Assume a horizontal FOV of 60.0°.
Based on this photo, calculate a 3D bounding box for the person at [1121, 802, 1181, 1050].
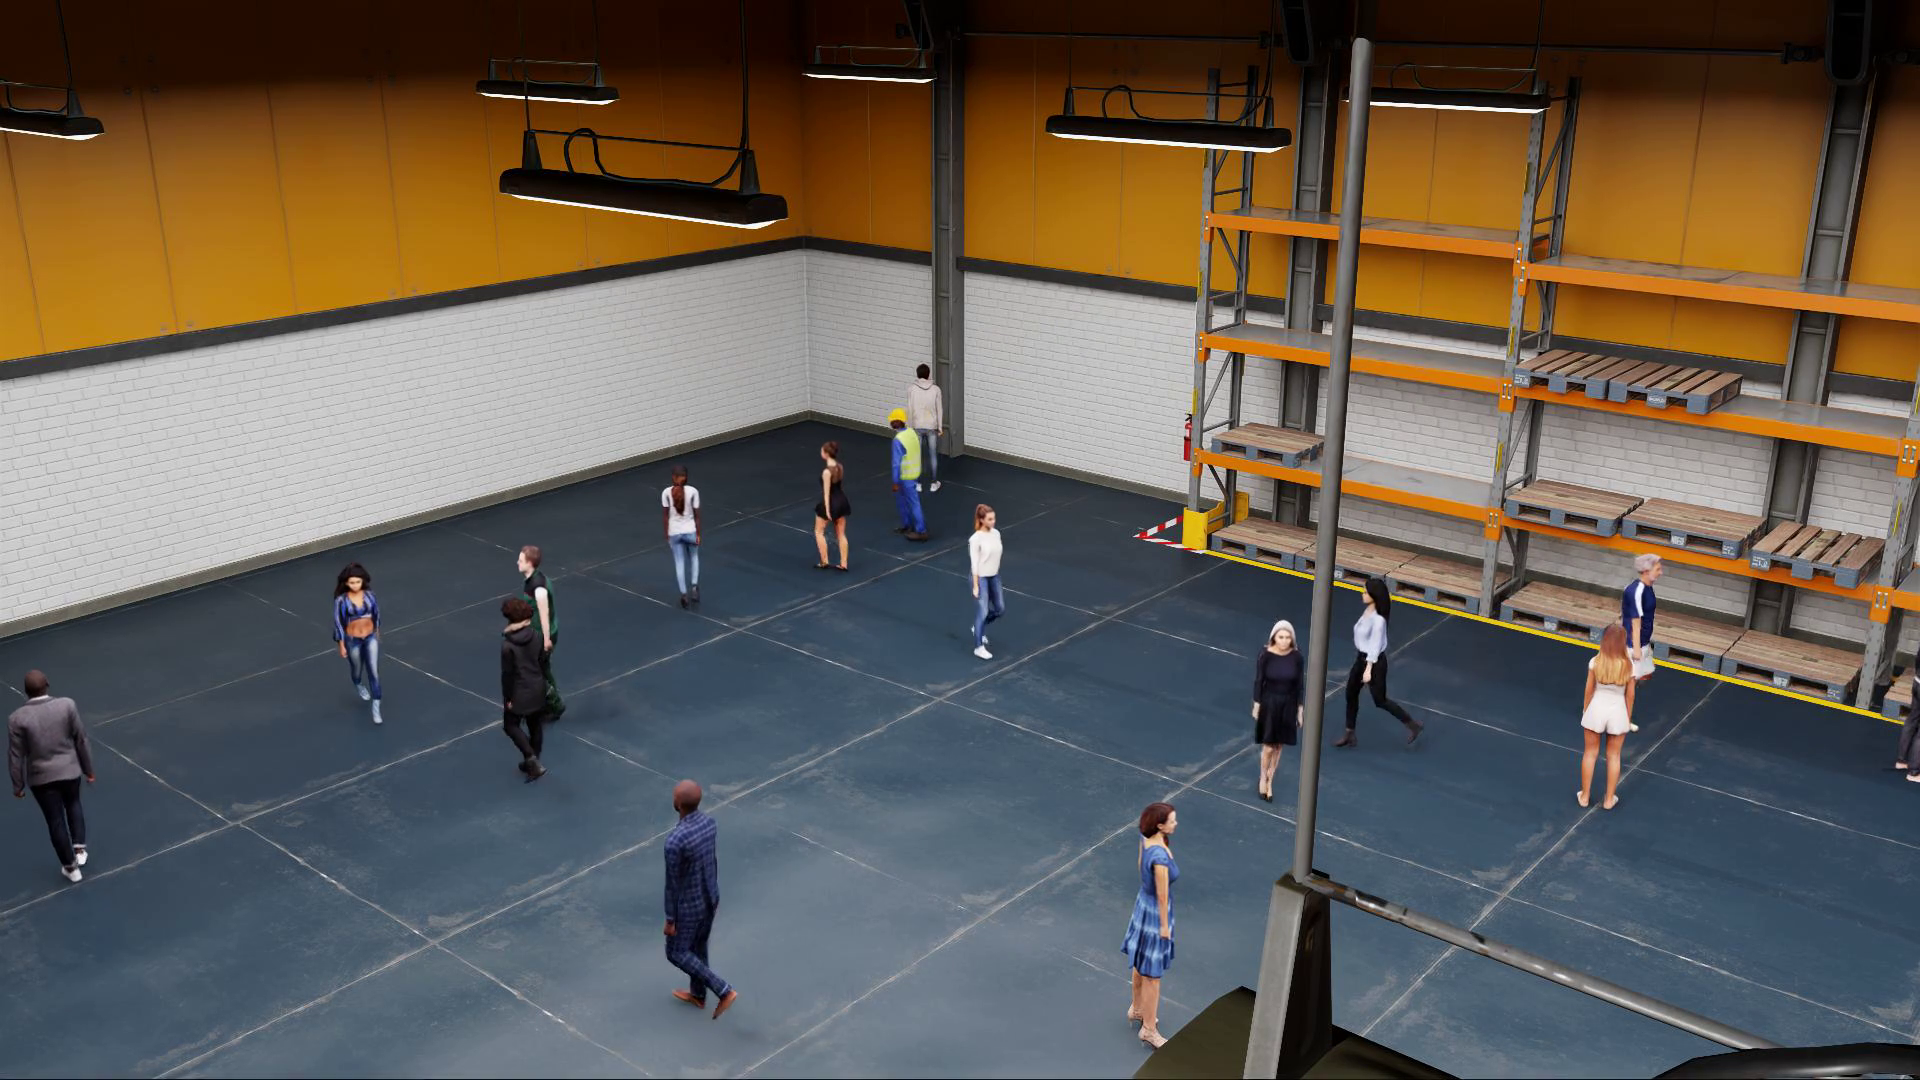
[{"bbox_3d":[1.331,2.605,11.349,0.814,1.805,0.734,-3,19,-9],"label":"person"}]

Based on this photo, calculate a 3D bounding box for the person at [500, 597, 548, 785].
[{"bbox_3d":[-3.892,1.382,15.046,0.782,1.764,0.629,16,24,39],"label":"person"}]

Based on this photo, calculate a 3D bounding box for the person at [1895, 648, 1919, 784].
[{"bbox_3d":[8.860,1.352,15.195,0.697,1.726,0.692,3,19,8],"label":"person"}]

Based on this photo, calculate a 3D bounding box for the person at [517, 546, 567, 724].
[{"bbox_3d":[-4.036,0.929,16.284,0.851,1.831,0.775,-6,20,-17],"label":"person"}]

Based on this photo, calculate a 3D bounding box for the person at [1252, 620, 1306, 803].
[{"bbox_3d":[2.803,1.491,14.764,0.769,1.736,0.829,-2,19,-5],"label":"person"}]

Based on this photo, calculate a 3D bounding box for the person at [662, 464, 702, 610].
[{"bbox_3d":[-3.220,-0.025,19.313,0.754,1.707,0.817,-4,19,-10],"label":"person"}]

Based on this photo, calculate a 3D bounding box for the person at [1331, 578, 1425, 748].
[{"bbox_3d":[3.978,1.207,15.650,1.159,1.710,1.073,-1,19,-2],"label":"person"}]

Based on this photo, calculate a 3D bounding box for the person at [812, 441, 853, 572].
[{"bbox_3d":[-1.487,-0.396,20.484,0.720,1.663,0.611,12,22,31],"label":"person"}]

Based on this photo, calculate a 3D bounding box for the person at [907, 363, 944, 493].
[{"bbox_3d":[-0.510,-1.617,23.812,0.737,1.853,0.808,-1,19,-2],"label":"person"}]

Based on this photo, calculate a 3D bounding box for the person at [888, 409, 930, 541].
[{"bbox_3d":[-0.618,-0.834,21.596,0.885,1.783,0.819,8,20,22],"label":"person"}]

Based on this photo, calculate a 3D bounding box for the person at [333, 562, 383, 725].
[{"bbox_3d":[-5.953,0.994,16.483,0.864,1.581,1.131,-12,22,-32],"label":"person"}]

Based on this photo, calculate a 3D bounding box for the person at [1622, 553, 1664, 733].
[{"bbox_3d":[6.477,0.970,16.175,0.684,1.824,0.654,13,23,34],"label":"person"}]

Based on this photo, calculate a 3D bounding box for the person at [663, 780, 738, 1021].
[{"bbox_3d":[-1.797,2.529,11.574,0.936,1.806,0.774,10,21,26],"label":"person"}]

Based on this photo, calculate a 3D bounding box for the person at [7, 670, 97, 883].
[{"bbox_3d":[-7.253,1.925,13.362,0.802,1.809,0.765,-15,24,-38],"label":"person"}]

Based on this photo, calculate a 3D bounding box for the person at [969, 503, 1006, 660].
[{"bbox_3d":[0.208,0.431,17.956,0.663,1.708,0.727,-16,24,-39],"label":"person"}]

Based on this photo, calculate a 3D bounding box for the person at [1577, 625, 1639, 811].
[{"bbox_3d":[5.689,1.553,14.647,0.574,1.695,0.689,8,20,21],"label":"person"}]
